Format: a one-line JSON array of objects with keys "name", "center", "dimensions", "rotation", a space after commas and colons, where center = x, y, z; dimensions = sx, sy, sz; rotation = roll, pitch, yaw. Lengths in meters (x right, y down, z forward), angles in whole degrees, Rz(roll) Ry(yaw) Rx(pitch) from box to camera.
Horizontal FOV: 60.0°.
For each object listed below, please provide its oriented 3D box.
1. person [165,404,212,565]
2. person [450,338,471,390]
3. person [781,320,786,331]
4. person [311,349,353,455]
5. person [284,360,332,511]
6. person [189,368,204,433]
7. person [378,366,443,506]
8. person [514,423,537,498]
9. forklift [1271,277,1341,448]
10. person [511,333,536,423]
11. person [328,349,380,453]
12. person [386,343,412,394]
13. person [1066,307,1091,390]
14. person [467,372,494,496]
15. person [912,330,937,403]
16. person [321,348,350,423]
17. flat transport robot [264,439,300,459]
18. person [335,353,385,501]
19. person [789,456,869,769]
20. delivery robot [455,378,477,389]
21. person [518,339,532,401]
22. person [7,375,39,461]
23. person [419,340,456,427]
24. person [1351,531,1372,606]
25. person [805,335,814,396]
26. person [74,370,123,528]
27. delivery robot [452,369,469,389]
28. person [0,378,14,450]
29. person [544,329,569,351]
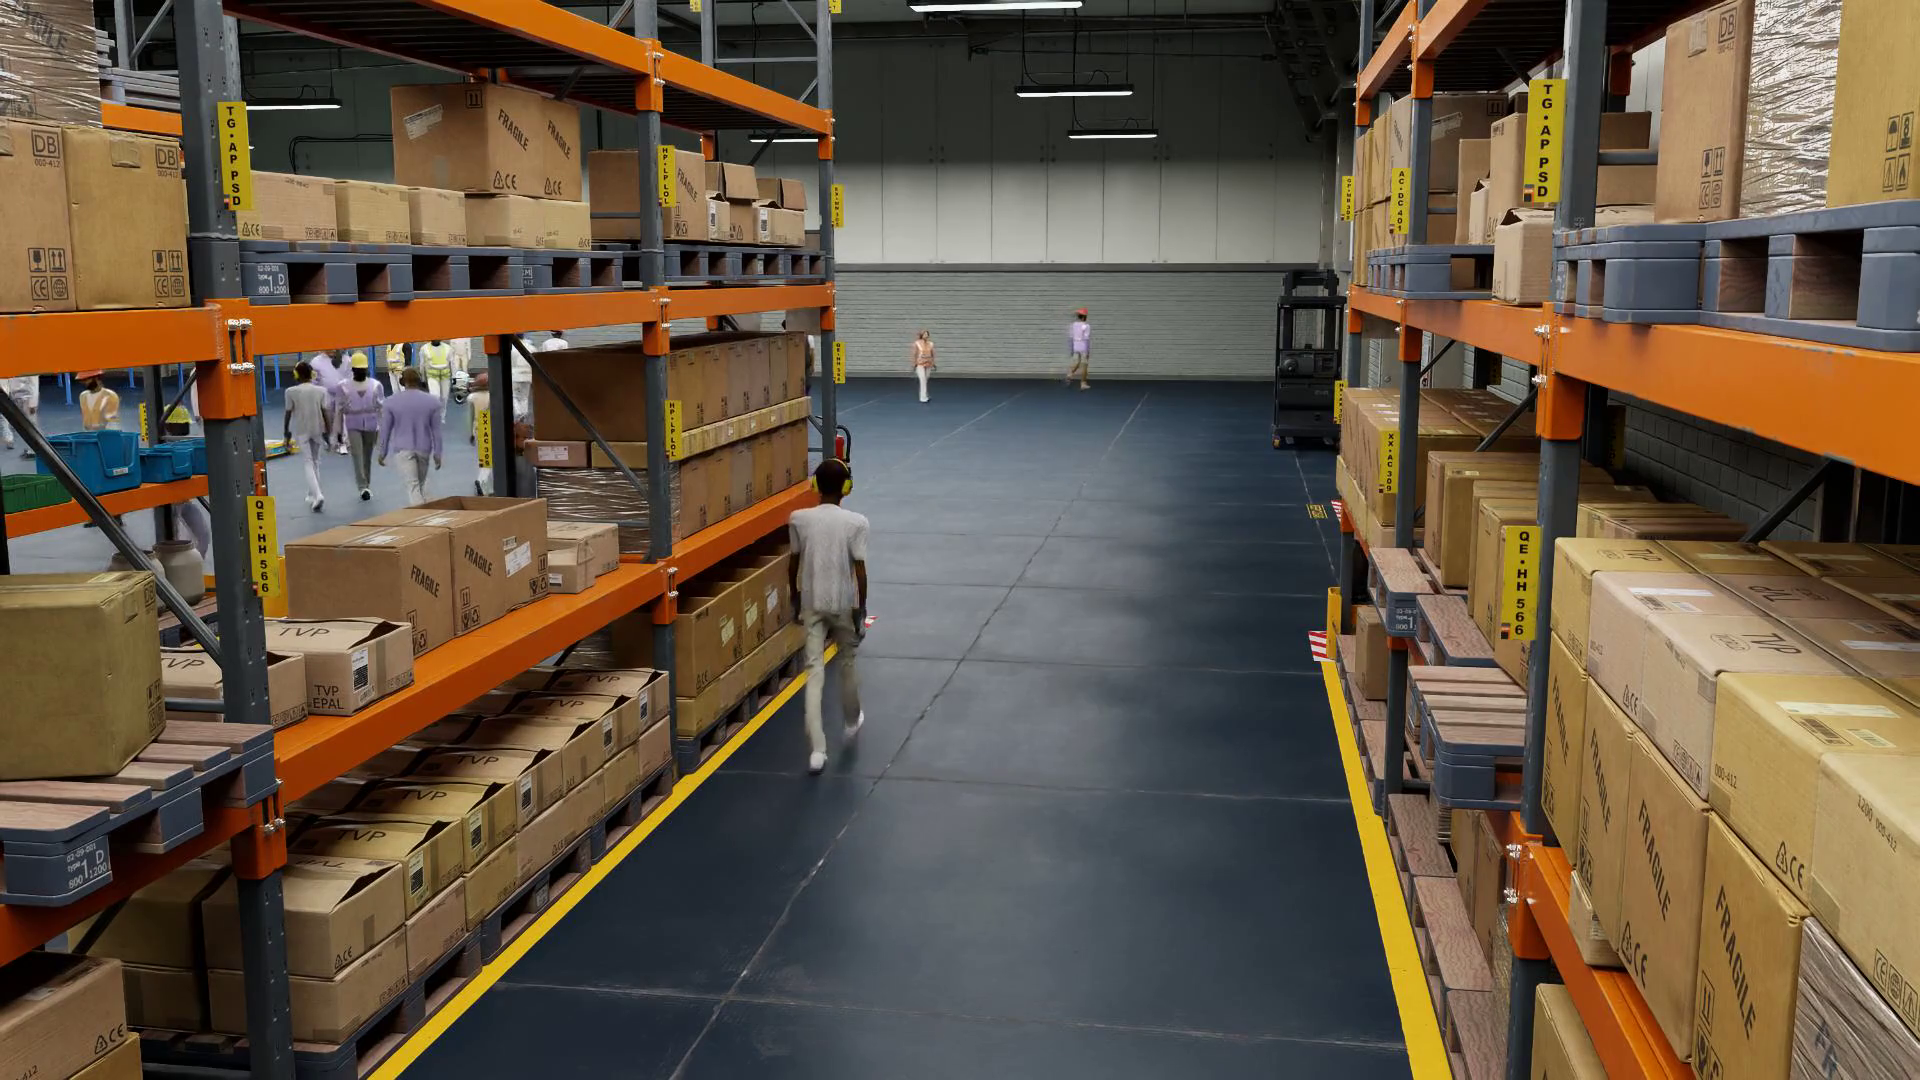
[{"name": "person", "center": [-6.867, -0.325, 14.726], "dimensions": [0.587, 1.746, 0.554], "rotation": [2, 9, 10]}, {"name": "person", "center": [-12.234, -4.464, 40.715], "dimensions": [0.502, 1.600, 0.795], "rotation": [-2, 9, -10]}, {"name": "person", "center": [-4.335, -4.668, 41.663], "dimensions": [0.530, 1.696, 0.321], "rotation": [-2, 9, -10]}, {"name": "person", "center": [-10.077, -2.336, 26.750], "dimensions": [0.659, 1.871, 0.844], "rotation": [-4, 10, -21]}, {"name": "person", "center": [-8.038, -1.295, 20.519], "dimensions": [0.527, 1.822, 0.948], "rotation": [-7, 11, -35]}, {"name": "person", "center": [-10.667, -1.854, 23.852], "dimensions": [0.638, 1.867, 1.002], "rotation": [-4, 10, -23]}, {"name": "person", "center": [-5.984, -0.952, 18.177], "dimensions": [0.641, 1.889, 1.021], "rotation": [-7, 11, -36]}, {"name": "person", "center": [-3.839, -0.215, 14.441], "dimensions": [0.427, 1.620, 0.501], "rotation": [1, 9, 4]}, {"name": "forklift", "center": [5.847, -3.016, 27.970], "dimensions": [1.129, 2.768, 1.873], "rotation": [1, 9, 9]}, {"name": "person", "center": [-8.038, -2.952, 30.419], "dimensions": [0.642, 1.913, 0.590], "rotation": [-7, 11, -36]}, {"name": "person", "center": [-9.847, -2.398, 26.893], "dimensions": [0.845, 1.953, 0.646], "rotation": [-1, 9, -6]}, {"name": "person", "center": [-11.149, -3.337, 33.013], "dimensions": [0.627, 1.844, 0.429], "rotation": [6, 11, 33]}, {"name": "person", "center": [2.929, -4.694, 40.821], "dimensions": [0.619, 2.022, 0.641], "rotation": [9, 13, 43]}, {"name": "person", "center": [-6.131, -1.356, 21.493], "dimensions": [0.521, 1.615, 0.674], "rotation": [2, 10, 14]}, {"name": "person", "center": [-0.735, -3.824, 36.717], "dimensions": [0.541, 1.599, 0.807], "rotation": [-5, 11, -29]}, {"name": "person", "center": [-10.796, -2.692, 28.945], "dimensions": [1.040, 1.881, 0.658], "rotation": [-1, 9, -7]}, {"name": "flat transport robot", "center": [-11.031, -1.434, 26.235], "dimensions": [0.652, 0.197, 1.431], "rotation": [0, 9, 3]}, {"name": "person", "center": [-7.622, -1.447, 21.263], "dimensions": [0.605, 1.864, 1.028], "rotation": [-6, 11, -31]}, {"name": "person", "center": [-0.790, 0.412, 10.009], "dimensions": [0.516, 1.809, 0.991], "rotation": [0, 9, 2]}, {"name": "delivery robot", "center": [-10.807, -3.466, 36.807], "dimensions": [0.698, 0.223, 0.335], "rotation": [-1, 9, -6]}, {"name": "person", "center": [-9.941, -4.006, 37.706], "dimensions": [0.530, 1.662, 0.856], "rotation": [-3, 10, -19]}, {"name": "person", "center": [-14.436, -2.134, 25.653], "dimensions": [0.623, 1.818, 0.427], "rotation": [5, 11, 29]}, {"name": "person", "center": [-9.826, -3.050, 31.319], "dimensions": [0.629, 1.815, 0.820], "rotation": [-5, 11, -29]}, {"name": "person", "center": [3.488, -0.306, 14.098], "dimensions": [0.375, 1.930, 0.775], "rotation": [-2, 9, -12]}, {"name": "person", "center": [-3.307, -3.572, 33.980], "dimensions": [0.699, 2.000, 0.538], "rotation": [-3, 10, -16]}, {"name": "person", "center": [-9.761, -1.071, 18.835], "dimensions": [0.535, 1.906, 0.590], "rotation": [2, 9, 13]}, {"name": "delivery robot", "center": [-12.115, -3.910, 40.344], "dimensions": [0.477, 0.478, 0.707], "rotation": [-2, 9, -9]}, {"name": "person", "center": [-15.916, -2.452, 27.448], "dimensions": [0.640, 1.894, 1.034], "rotation": [-7, 11, -37]}, {"name": "person", "center": [-7.752, -3.243, 32.206], "dimensions": [0.547, 1.924, 0.411], "rotation": [3, 10, 20]}]
